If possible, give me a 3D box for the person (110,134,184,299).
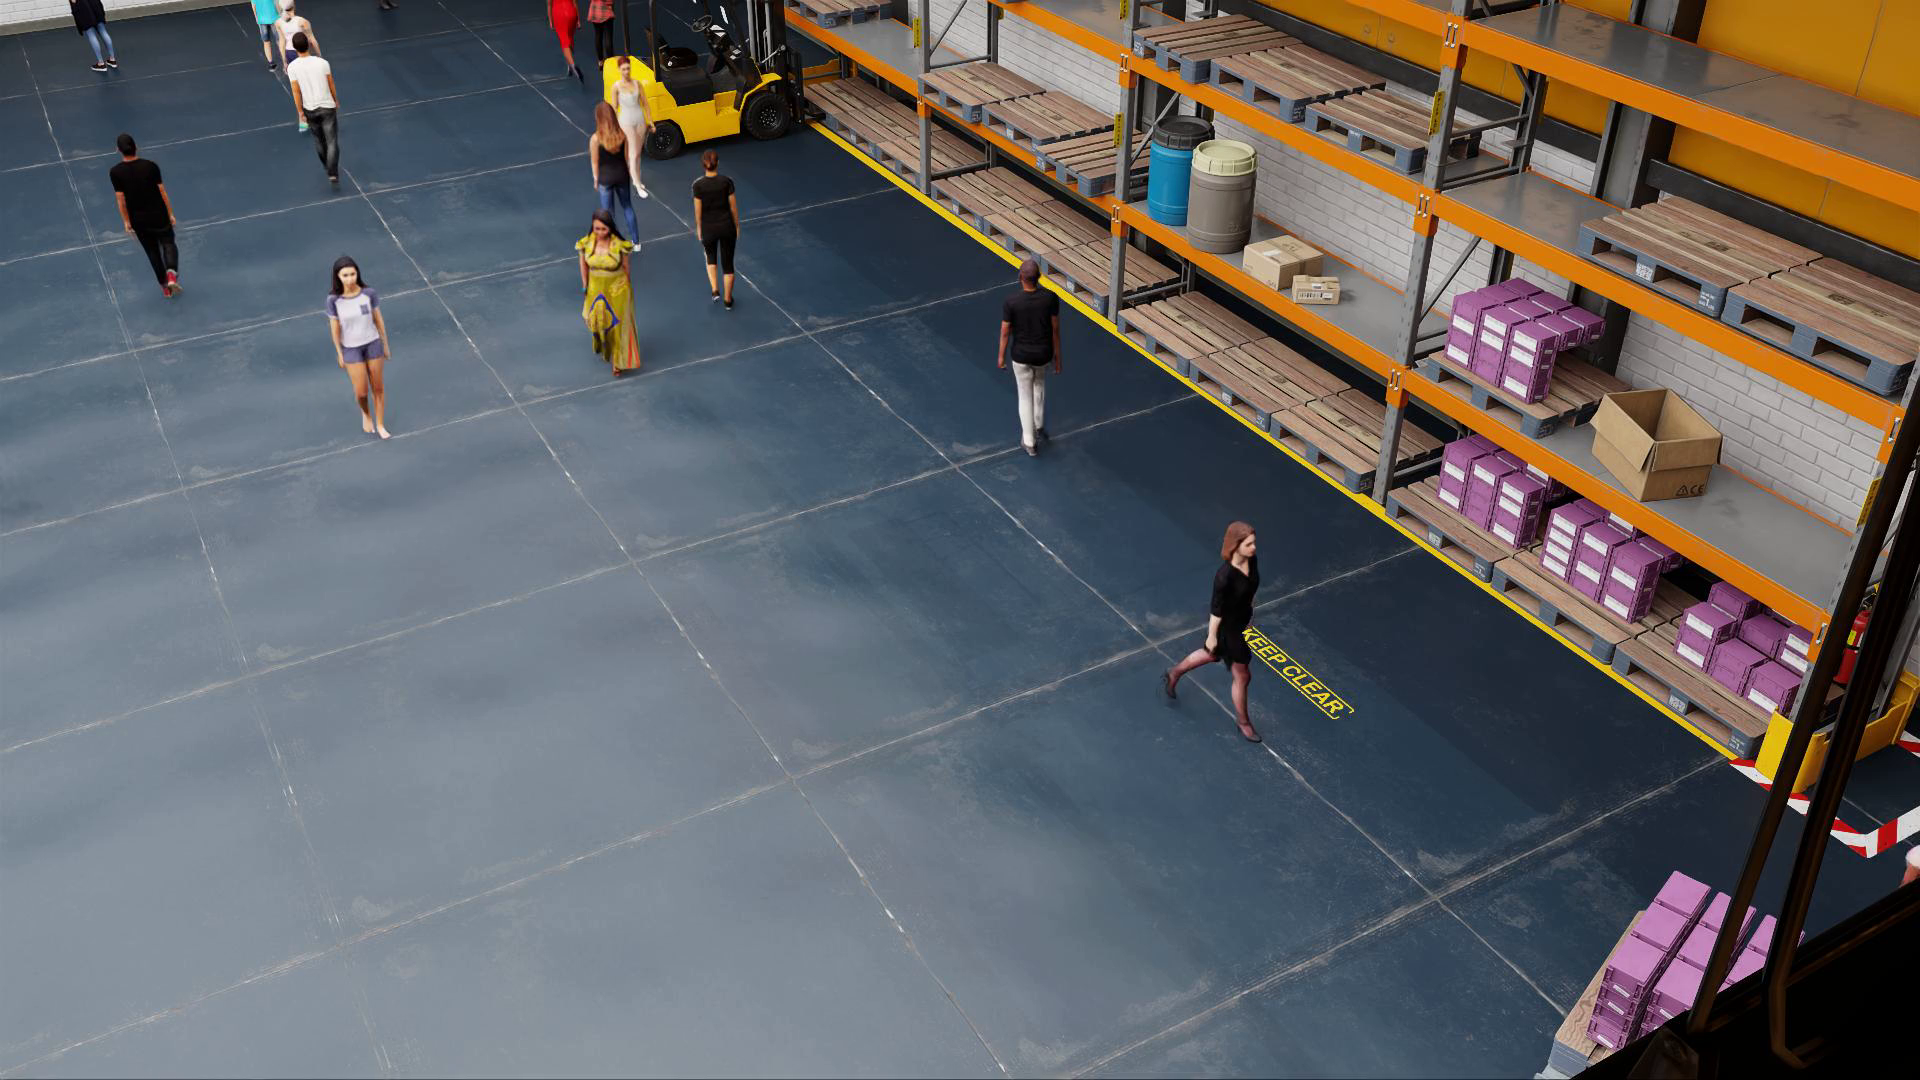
[{"bbox_3d":[-8.299,-3.271,17.029,0.690,1.747,0.791,-13,36,-19],"label":"person"}]

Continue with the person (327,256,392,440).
[{"bbox_3d":[-5.314,-1.720,14.715,0.605,1.726,0.590,-19,38,-27],"label":"person"}]

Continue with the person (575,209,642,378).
[{"bbox_3d":[-3.322,-2.392,15.800,0.944,1.643,1.059,-2,34,-3],"label":"person"}]

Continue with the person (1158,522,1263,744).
[{"bbox_3d":[1.748,0.578,11.307,1.155,1.671,0.883,22,39,29],"label":"person"}]

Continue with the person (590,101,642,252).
[{"bbox_3d":[-3.756,-3.881,17.970,0.609,1.721,0.540,-18,38,-25],"label":"person"}]

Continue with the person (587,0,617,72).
[{"bbox_3d":[-5.035,-7.442,23.347,0.590,1.700,0.731,27,42,34],"label":"person"}]

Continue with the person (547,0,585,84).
[{"bbox_3d":[-5.393,-7.093,22.810,0.602,1.713,1.064,-16,37,-23],"label":"person"}]

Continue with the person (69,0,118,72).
[{"bbox_3d":[-12.272,-7.475,23.412,0.726,1.683,0.719,18,38,25],"label":"person"}]

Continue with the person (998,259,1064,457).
[{"bbox_3d":[0.636,-1.534,14.380,0.834,1.786,0.910,-7,34,-10],"label":"person"}]

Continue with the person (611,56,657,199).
[{"bbox_3d":[-3.902,-4.905,19.600,0.633,1.622,0.844,-24,41,-32],"label":"person"}]

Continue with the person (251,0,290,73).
[{"bbox_3d":[-9.753,-7.353,23.440,0.589,1.448,0.603,-1,34,-1],"label":"person"}]

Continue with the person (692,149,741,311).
[{"bbox_3d":[-2.456,-3.125,16.894,0.705,1.653,0.746,-2,34,-4],"label":"person"}]

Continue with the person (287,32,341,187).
[{"bbox_3d":[-7.598,-5.080,19.725,0.851,1.776,1.209,-8,34,-11],"label":"person"}]

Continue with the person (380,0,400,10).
[{"bbox_3d":[-9.096,-9.006,26.048,0.603,1.315,0.556,21,39,28],"label":"person"}]

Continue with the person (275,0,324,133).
[{"bbox_3d":[-8.485,-6.069,21.332,1.106,1.644,1.274,4,34,6],"label":"person"}]
